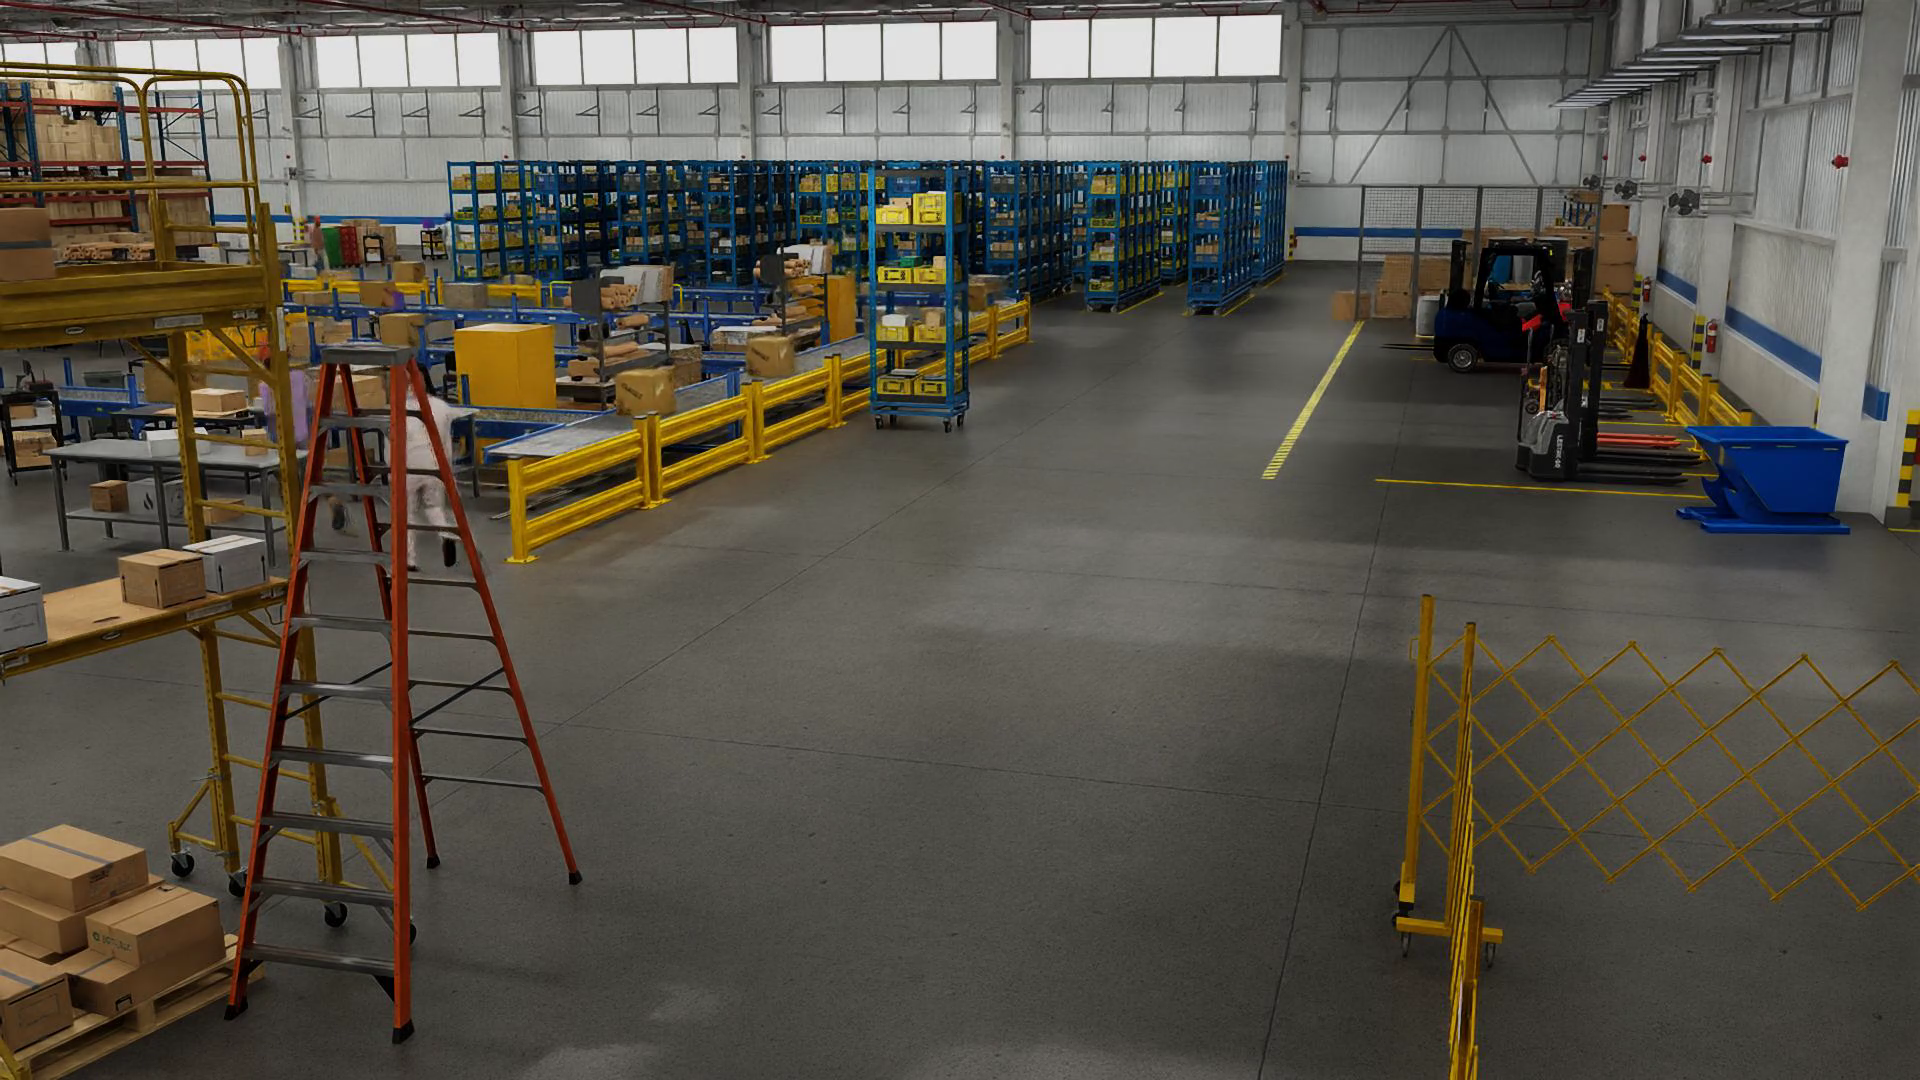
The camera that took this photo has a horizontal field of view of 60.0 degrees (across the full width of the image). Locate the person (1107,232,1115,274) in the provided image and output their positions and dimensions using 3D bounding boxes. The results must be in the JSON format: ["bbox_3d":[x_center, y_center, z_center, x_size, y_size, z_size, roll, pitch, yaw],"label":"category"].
[{"bbox_3d":[4.370,-8.240,48.129,0.374,1.840,0.569,4,14,17],"label":"person"}]

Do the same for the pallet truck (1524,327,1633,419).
[{"bbox_3d":[9.065,-2.460,24.370,1.522,1.261,0.704,3,13,14],"label":"pallet truck"}]

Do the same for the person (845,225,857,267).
[{"bbox_3d":[-3.322,-8.712,50.223,0.496,1.816,0.599,2,13,10],"label":"person"}]

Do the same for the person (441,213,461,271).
[{"bbox_3d":[-16.701,-9.791,54.679,0.636,1.914,0.760,-7,15,-27],"label":"person"}]

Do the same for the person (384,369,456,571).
[{"bbox_3d":[-4.901,-0.623,15.181,0.663,1.865,0.601,-11,17,-40],"label":"person"}]

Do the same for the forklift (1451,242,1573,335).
[{"bbox_3d":[10.464,-4.597,31.405,2.680,1.987,1.157,4,14,16],"label":"forklift"}]

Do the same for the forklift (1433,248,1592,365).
[{"bbox_3d":[9.780,-4.111,29.280,2.680,1.987,1.157,3,13,14],"label":"forklift"}]

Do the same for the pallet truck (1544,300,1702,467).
[{"bbox_3d":[8.263,-1.952,20.631,1.885,1.965,0.823,5,14,20],"label":"pallet truck"}]

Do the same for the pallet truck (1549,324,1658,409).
[{"bbox_3d":[9.824,-2.669,25.407,1.601,1.201,0.680,4,14,16],"label":"pallet truck"}]

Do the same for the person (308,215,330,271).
[{"bbox_3d":[-19.820,-9.010,51.224,0.996,1.956,0.634,2,13,8],"label":"person"}]

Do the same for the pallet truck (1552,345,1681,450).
[{"bbox_3d":[8.641,-1.896,21.908,1.630,1.274,0.653,4,14,16],"label":"pallet truck"}]

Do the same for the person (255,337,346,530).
[{"bbox_3d":[-6.665,-1.043,16.716,0.914,2.003,0.615,6,14,25],"label":"person"}]

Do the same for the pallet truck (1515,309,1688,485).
[{"bbox_3d":[7.554,-1.677,19.446,1.885,1.965,0.823,3,13,14],"label":"pallet truck"}]
